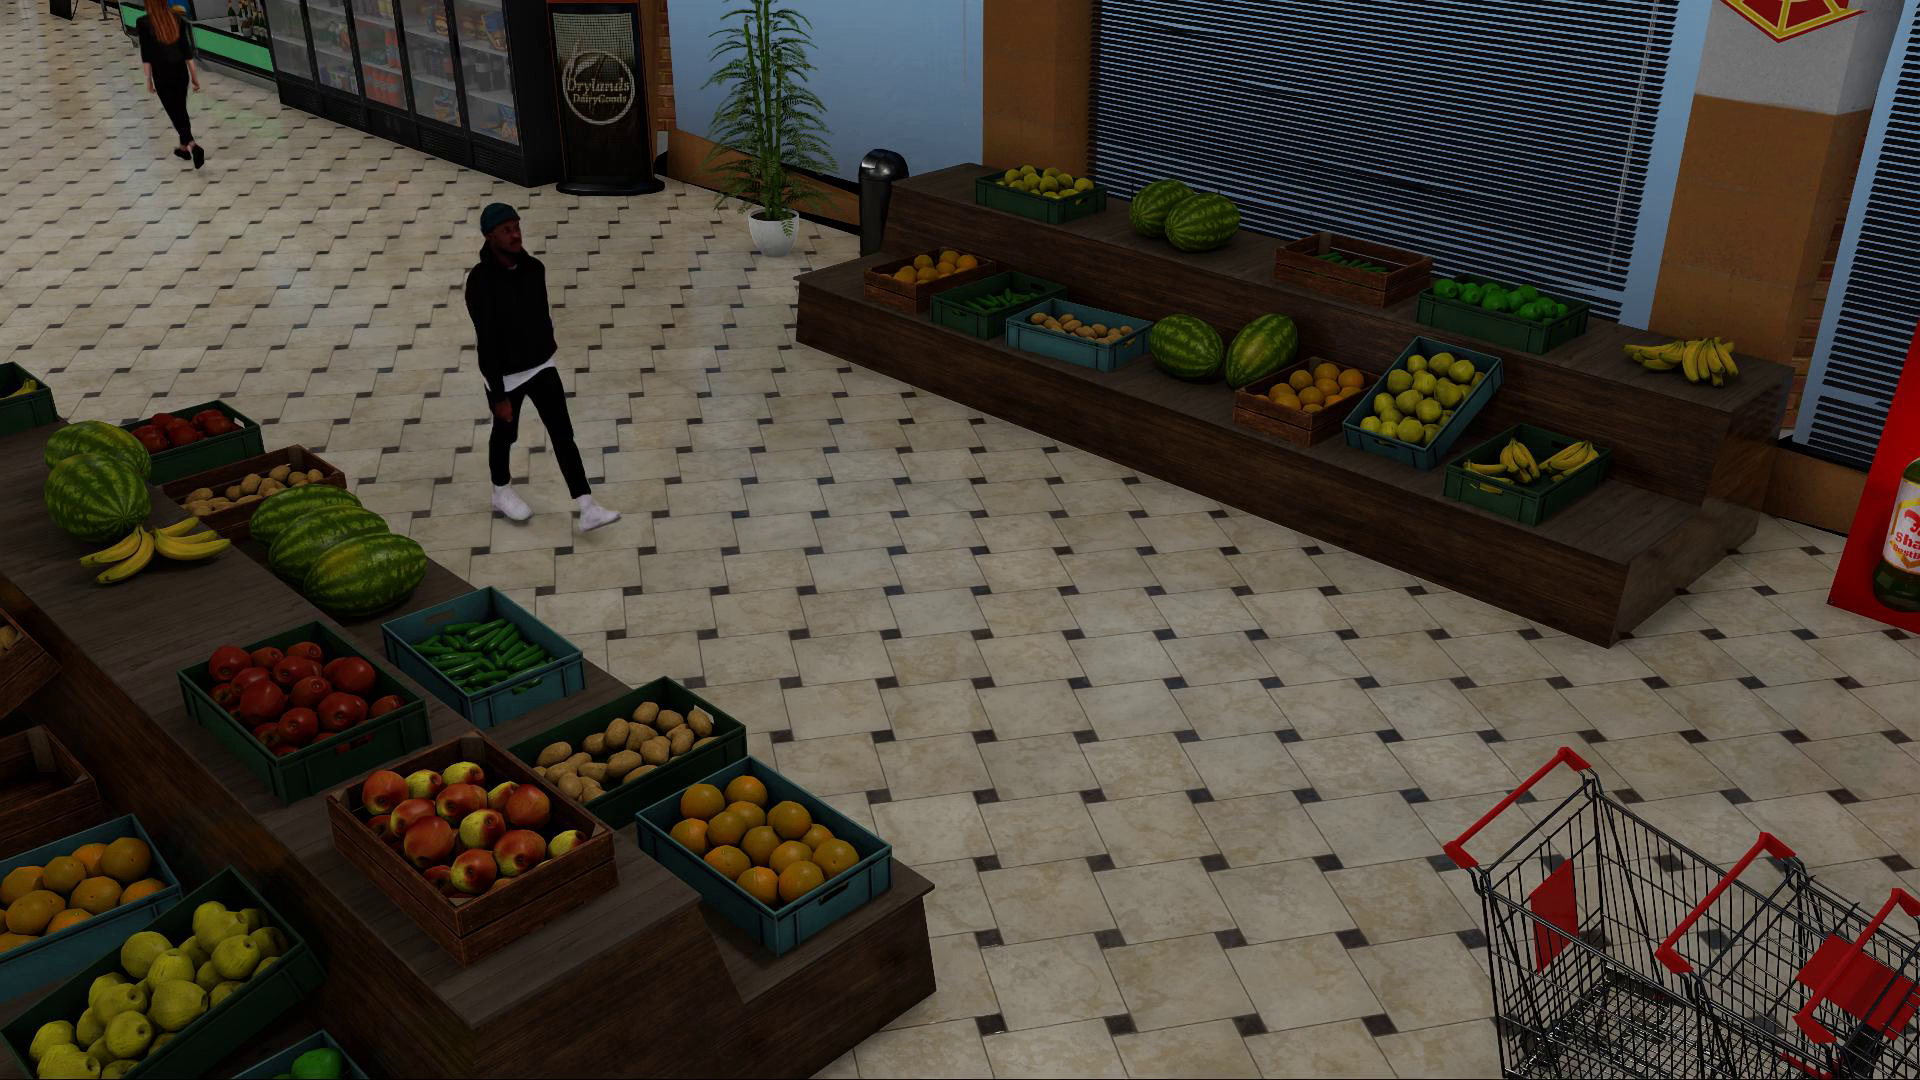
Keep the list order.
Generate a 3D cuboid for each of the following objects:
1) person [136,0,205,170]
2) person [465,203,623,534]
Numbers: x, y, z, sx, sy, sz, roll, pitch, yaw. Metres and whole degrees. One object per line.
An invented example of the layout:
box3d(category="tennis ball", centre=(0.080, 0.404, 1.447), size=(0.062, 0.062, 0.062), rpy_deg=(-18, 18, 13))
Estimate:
box3d(category="person", centre=(-7.388, -4.335, 15.636), size=(1.080, 1.679, 0.605), rpy_deg=(24, 36, 39))
box3d(category="person", centre=(-2.379, -0.880, 8.720), size=(1.212, 1.771, 0.796), rpy_deg=(18, 32, 32))
